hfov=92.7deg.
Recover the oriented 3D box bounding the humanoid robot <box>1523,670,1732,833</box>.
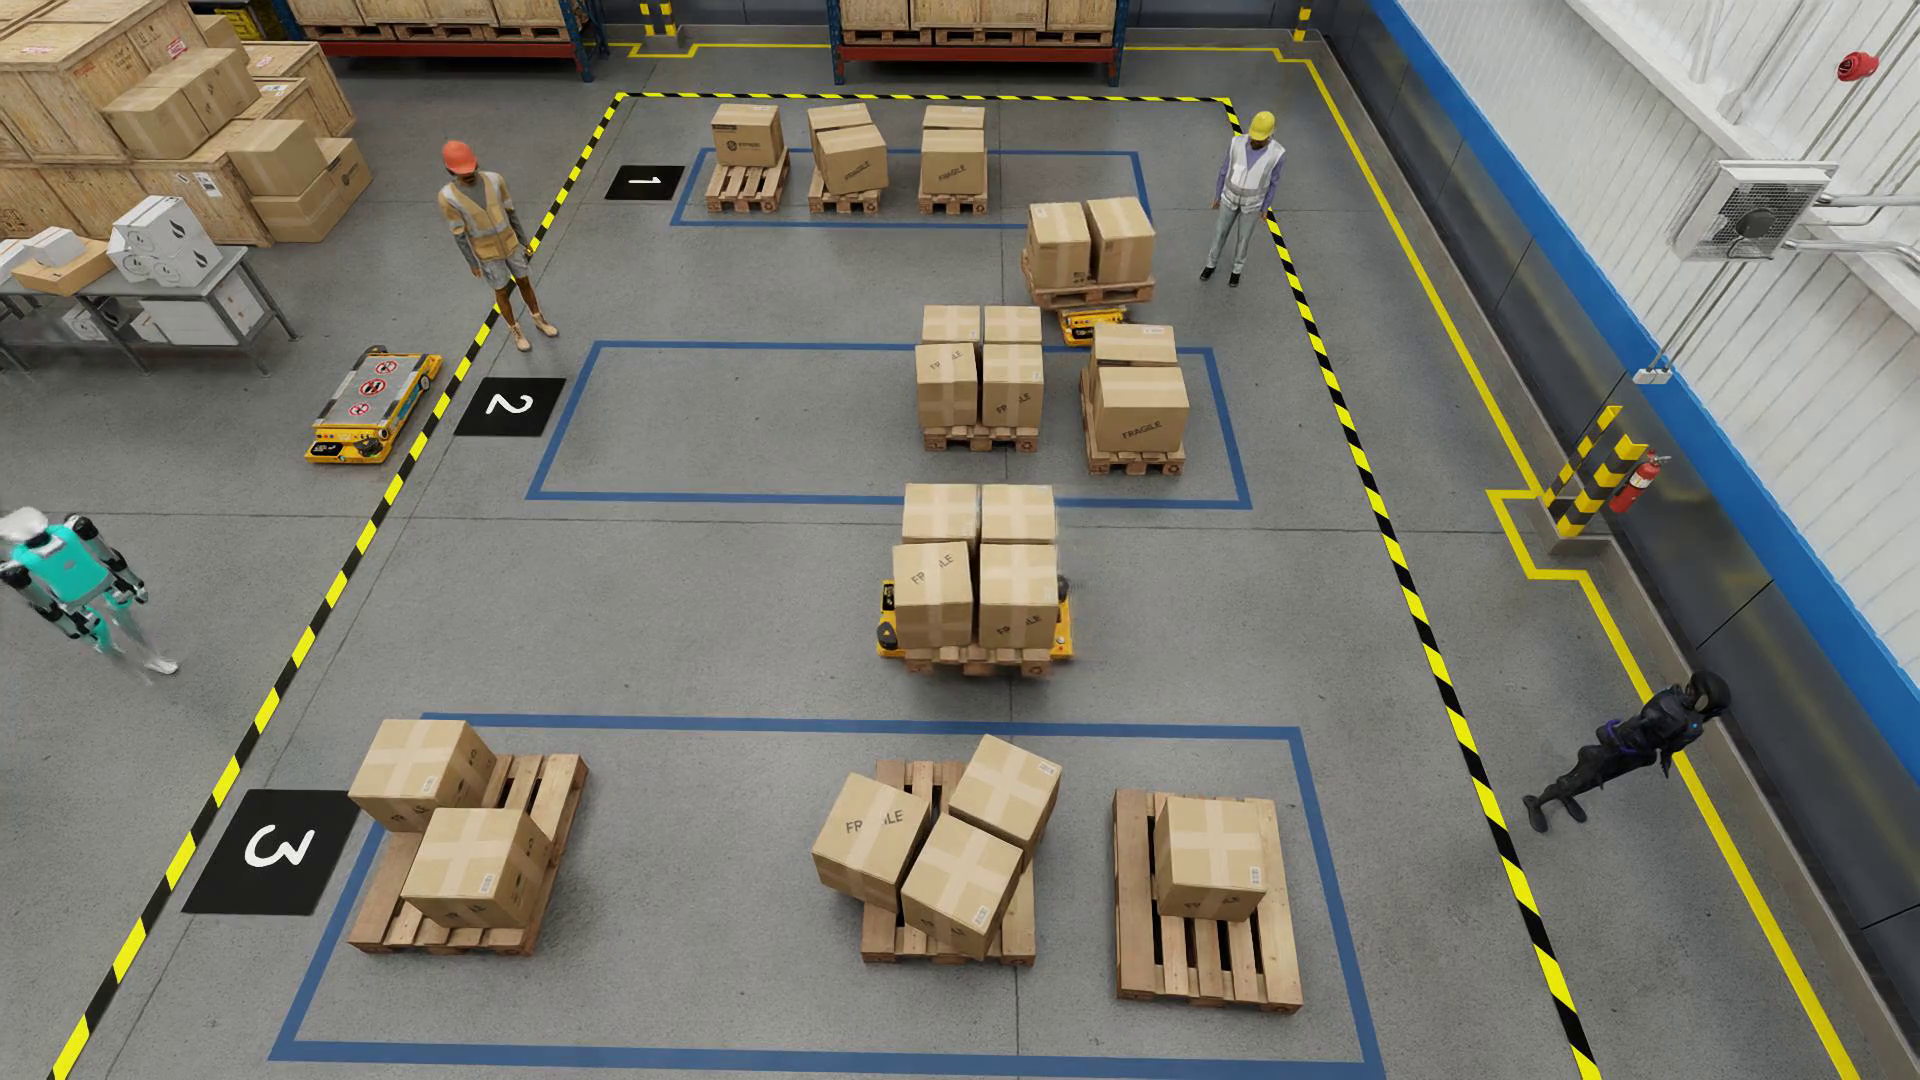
[{"bbox_3d":[3.924,1.252,5.375,0.599,1.657,0.315,-7,50,-6],"label":"humanoid robot"}]

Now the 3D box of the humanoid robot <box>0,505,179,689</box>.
[{"bbox_3d":[-5.777,0.408,6.094,0.794,1.826,0.554,16,52,13],"label":"humanoid robot"}]

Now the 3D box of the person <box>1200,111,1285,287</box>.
[{"bbox_3d":[2.847,-3.420,9.243,0.588,1.823,0.403,20,53,16],"label":"person"}]

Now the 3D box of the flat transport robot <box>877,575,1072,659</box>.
[{"bbox_3d":[0.112,0.558,6.877,1.431,0.197,0.652,1,50,1],"label":"flat transport robot"}]

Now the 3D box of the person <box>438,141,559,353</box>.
[{"bbox_3d":[-4.274,-2.694,8.486,0.371,2.040,0.613,35,58,26],"label":"person"}]

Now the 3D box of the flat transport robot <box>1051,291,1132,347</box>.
[{"bbox_3d":[1.295,-2.545,9.502,0.652,0.197,1.431,-6,50,-5],"label":"flat transport robot"}]

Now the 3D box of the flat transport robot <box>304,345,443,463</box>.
[{"bbox_3d":[-5.383,-1.269,8.441,0.659,0.231,1.431,1,50,1],"label":"flat transport robot"}]
